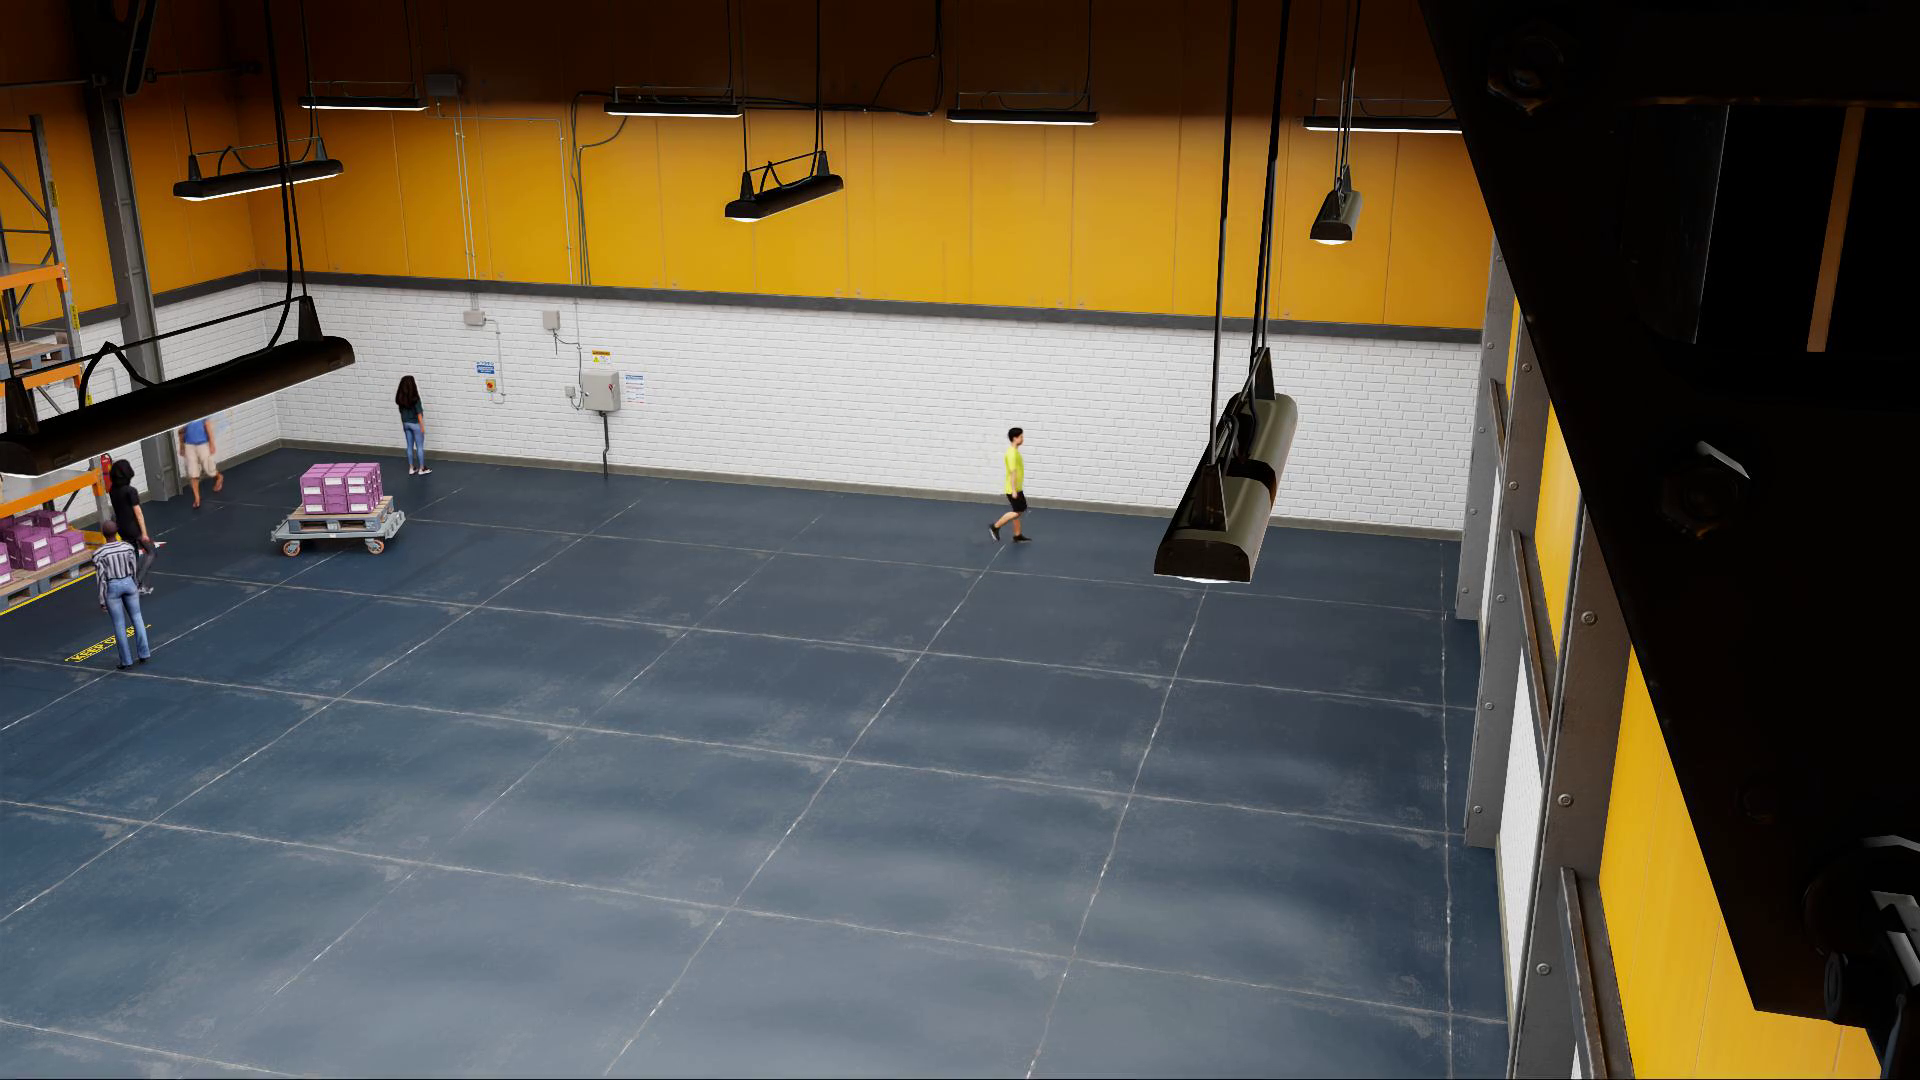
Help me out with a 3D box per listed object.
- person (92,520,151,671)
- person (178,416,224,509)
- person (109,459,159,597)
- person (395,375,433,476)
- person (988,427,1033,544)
[{"bbox_3d":[-9.677,0.626,19.190,0.753,1.796,0.609,15,24,37],"label":"person"},{"bbox_3d":[-11.585,-1.458,25.315,0.915,1.835,1.119,-2,19,-5],"label":"person"},{"bbox_3d":[-10.706,-0.128,21.378,0.696,1.828,0.670,7,20,20],"label":"person"},{"bbox_3d":[-8.846,-1.865,26.865,0.620,1.616,0.615,7,20,21],"label":"person"},{"bbox_3d":[0.693,-0.749,23.425,0.783,1.698,0.843,1,19,4],"label":"person"}]
